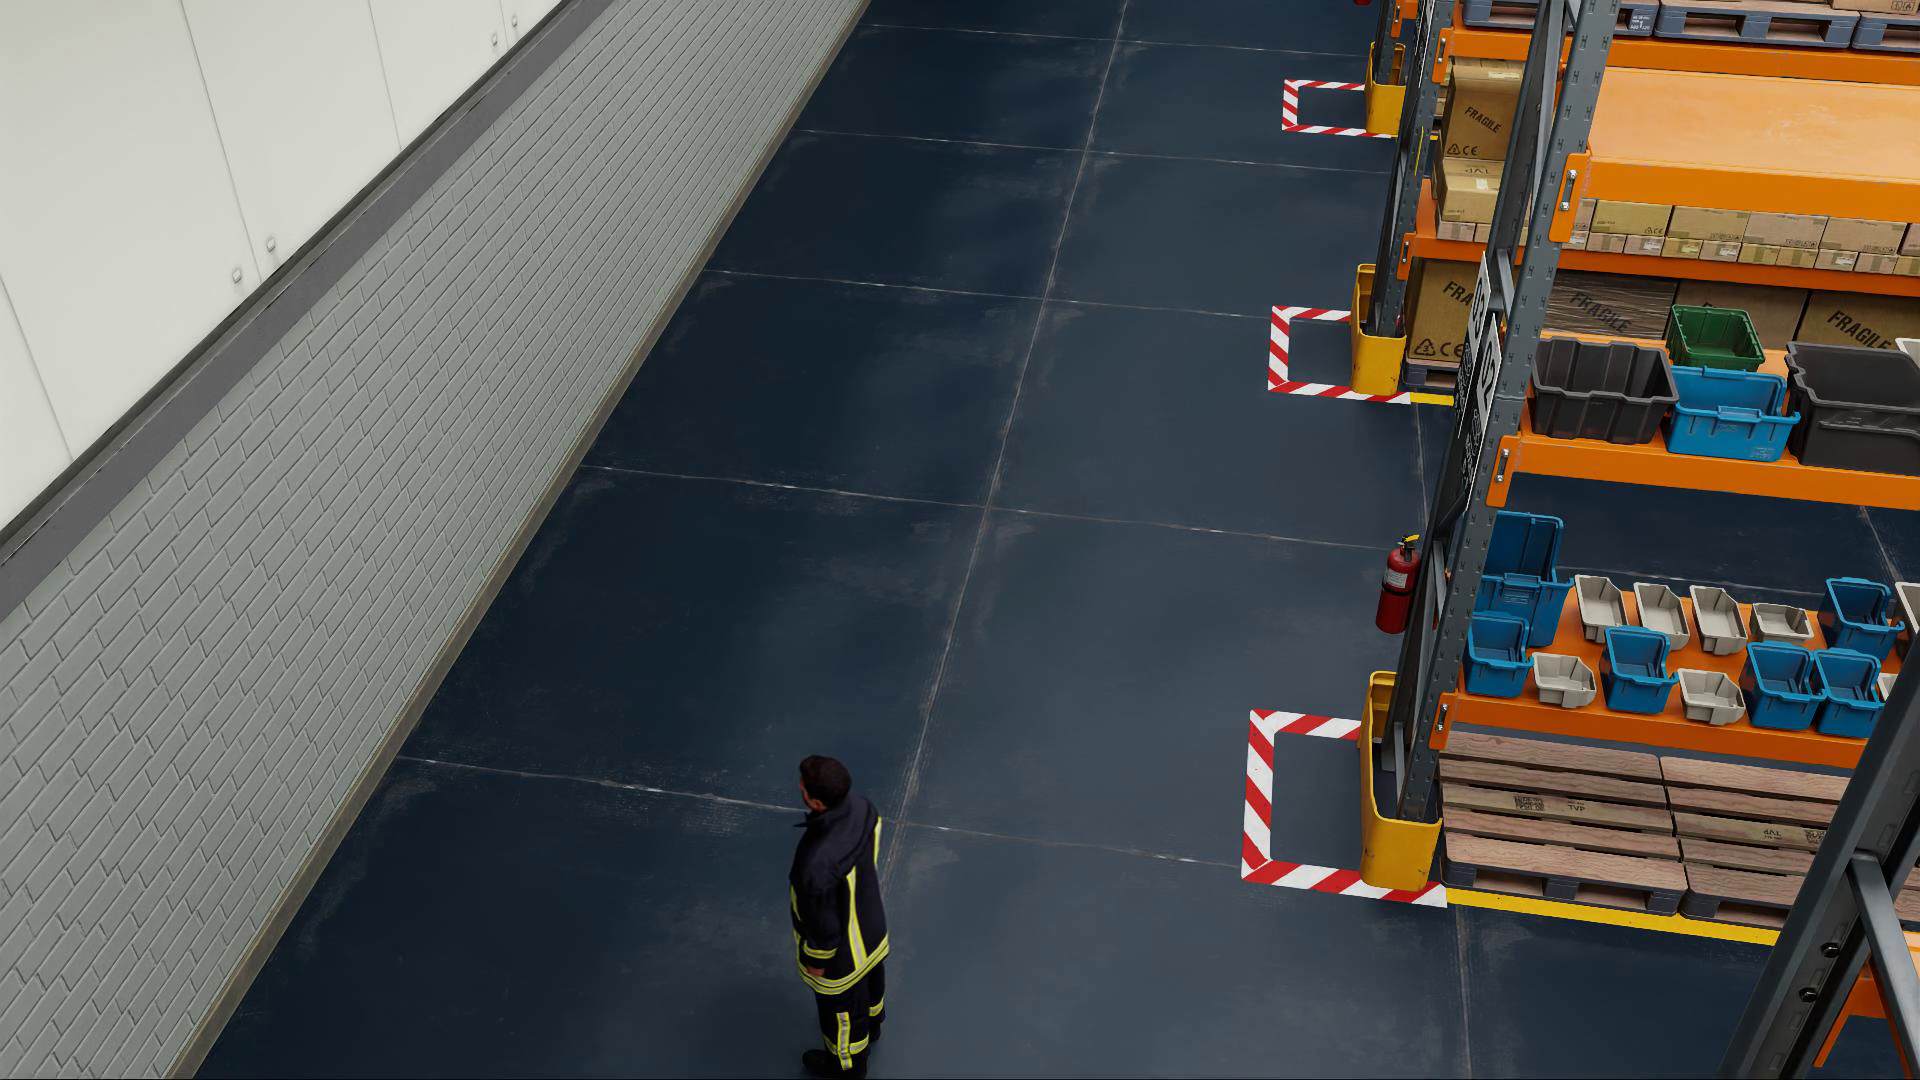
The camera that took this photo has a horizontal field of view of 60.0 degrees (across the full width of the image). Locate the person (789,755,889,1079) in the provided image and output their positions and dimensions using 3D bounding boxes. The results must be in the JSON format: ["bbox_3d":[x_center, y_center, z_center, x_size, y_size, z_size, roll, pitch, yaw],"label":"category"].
[{"bbox_3d":[-0.533,1.692,7.422,0.707,1.927,0.826,11,39,14],"label":"person"}]
